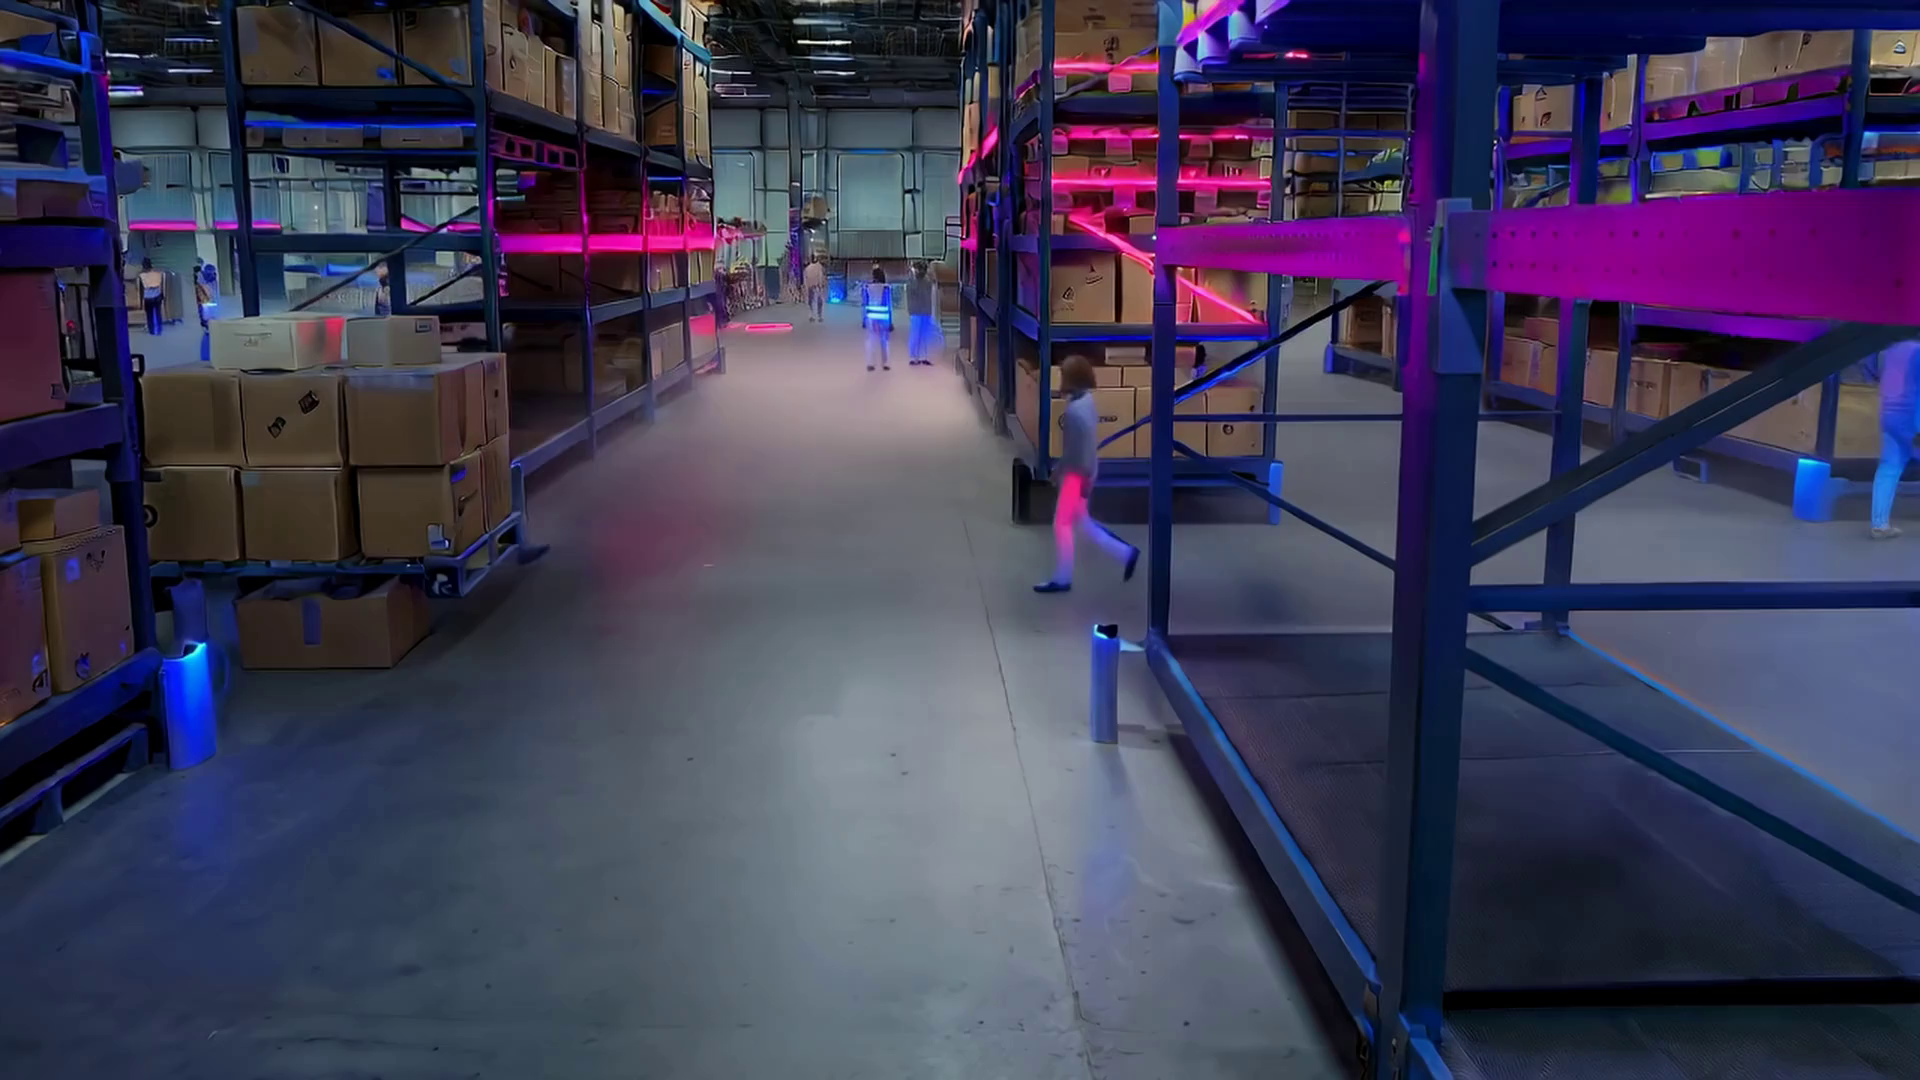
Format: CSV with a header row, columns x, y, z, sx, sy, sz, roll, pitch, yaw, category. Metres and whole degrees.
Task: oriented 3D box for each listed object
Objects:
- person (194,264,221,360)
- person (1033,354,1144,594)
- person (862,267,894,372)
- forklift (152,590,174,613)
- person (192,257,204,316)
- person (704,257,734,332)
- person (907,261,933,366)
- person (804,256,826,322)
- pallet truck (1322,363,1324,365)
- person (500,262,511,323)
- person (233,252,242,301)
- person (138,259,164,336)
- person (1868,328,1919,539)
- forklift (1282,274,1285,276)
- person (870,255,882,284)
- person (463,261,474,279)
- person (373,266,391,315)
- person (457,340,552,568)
x,y,z,sx,sy,sz,roll,pitch,yaw,category
-13.906,-4.153,30.883,0.357,1.936,0.551,2,10,13,person
0.863,-0.435,11.073,0.667,1.608,0.507,1,10,5,person
-1.468,-3.953,29.922,0.574,1.883,0.356,2,10,11,person
-5.858,-0.811,9.639,1.873,2.768,1.129,-1,10,-3,forklift
-24.006,-8.023,52.649,0.515,1.866,0.333,-6,12,-32,person
-6.434,-6.360,42.892,1.057,2.000,0.696,0,10,-2,person
-0.737,-4.287,31.505,0.407,1.982,0.612,9,14,42,person
-4.221,-7.303,48.427,0.635,1.937,0.352,-2,10,-10,person
7.712,-4.157,30.737,1.885,1.965,0.823,3,11,16,pallet truck
-11.623,-6.186,42.494,0.948,1.827,0.560,-6,12,-30,person
-28.364,-10.395,65.660,1.023,1.920,0.716,1,10,8,person
-20.243,-6.077,41.656,0.390,1.919,0.591,8,13,37,person
7.542,-0.887,13.021,0.747,1.816,0.641,-1,10,-8,person
12.240,-10.302,62.509,1.129,2.768,1.873,0,10,-2,forklift
-2.727,-8.083,52.835,0.615,1.914,0.667,-6,12,-31,person
-16.847,-8.765,57.258,0.556,1.678,0.456,8,13,39,person
-11.003,-4.340,32.076,0.541,1.896,1.016,6,12,30,person
-3.394,-0.588,11.813,0.885,1.642,0.550,3,10,14,person
